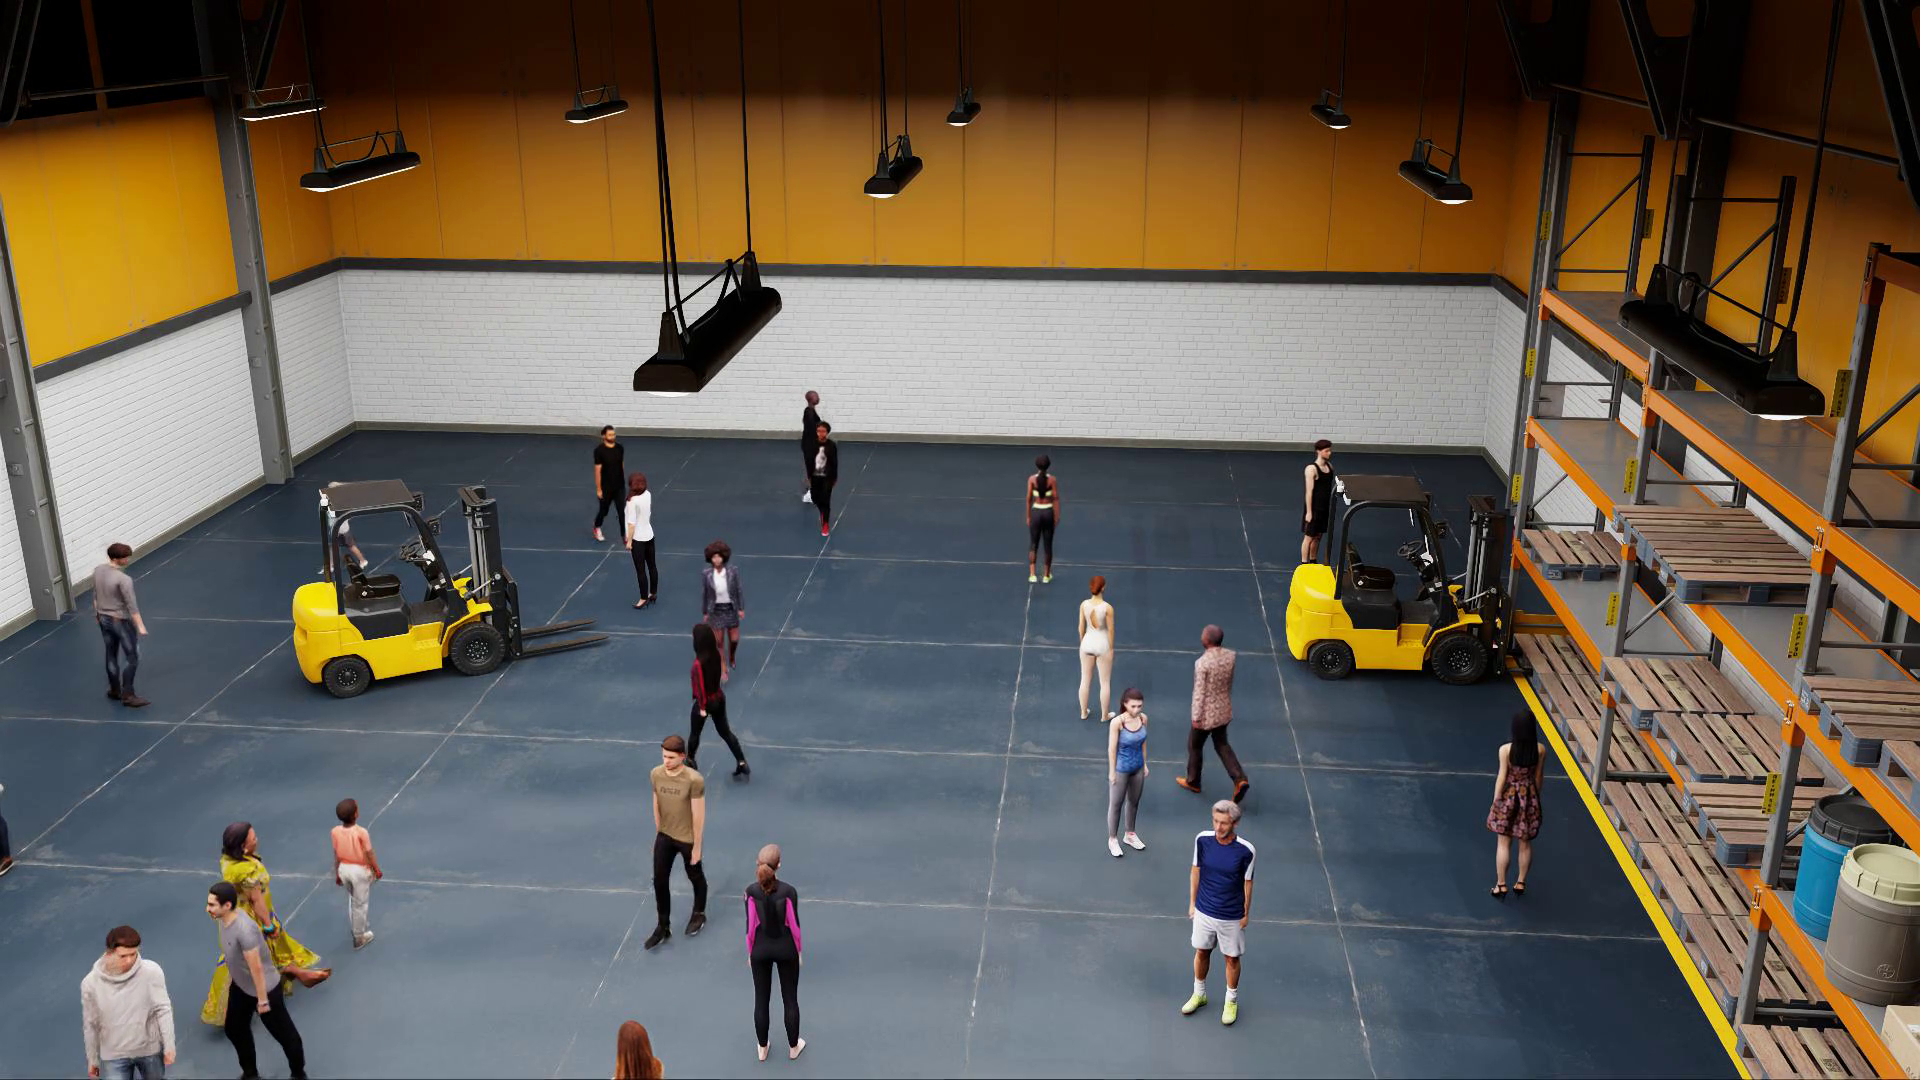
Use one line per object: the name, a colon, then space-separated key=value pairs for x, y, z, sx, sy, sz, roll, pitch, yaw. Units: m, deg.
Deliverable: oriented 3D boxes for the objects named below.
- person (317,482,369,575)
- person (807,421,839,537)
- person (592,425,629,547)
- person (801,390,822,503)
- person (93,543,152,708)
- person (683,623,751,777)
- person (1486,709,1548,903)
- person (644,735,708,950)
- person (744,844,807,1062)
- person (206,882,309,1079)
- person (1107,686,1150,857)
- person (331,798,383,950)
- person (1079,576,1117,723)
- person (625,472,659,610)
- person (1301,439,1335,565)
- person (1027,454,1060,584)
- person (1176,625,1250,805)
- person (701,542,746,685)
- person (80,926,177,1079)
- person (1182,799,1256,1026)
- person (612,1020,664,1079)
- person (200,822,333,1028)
person: x=-8.291 y=-0.158 z=22.377 sx=0.922 sy=1.248 sz=0.829 roll=-17 pitch=25 yaw=-41
person: x=-1.983 y=-0.920 z=23.994 sx=0.586 sy=1.659 sz=0.829 roll=1 pitch=19 yaw=4
person: x=-4.958 y=-0.765 z=23.427 sx=1.157 sy=1.729 sz=1.177 roll=-16 pitch=25 yaw=-40
person: x=-2.335 y=-1.401 z=25.283 sx=0.812 sy=1.748 sz=0.674 roll=-4 pitch=19 yaw=-12
person: x=-9.312 y=0.909 z=18.250 sx=0.954 sy=1.861 sz=0.768 roll=3 pitch=19 yaw=10
person: x=-2.392 y=1.631 z=16.490 sx=0.889 sy=1.614 sz=1.068 roll=8 pitch=20 yaw=22
person: x=4.790 y=2.279 z=14.313 sx=0.710 sy=1.775 sz=0.721 roll=-2 pitch=19 yaw=-5
person: x=-2.264 y=2.424 z=13.796 sx=0.798 sy=1.830 sz=0.976 roll=6 pitch=20 yaw=18
person: x=-1.362 y=3.013 z=12.171 sx=0.569 sy=1.752 sz=0.585 roll=0 pitch=19 yaw=-1
person: x=-4.949 y=3.147 z=11.802 sx=0.808 sy=1.733 sz=0.885 roll=13 pitch=23 yaw=34
person: x=1.528 y=2.086 z=15.149 sx=0.651 sy=1.609 sz=0.685 roll=-10 pitch=21 yaw=-27
person: x=-4.997 y=2.755 z=13.646 sx=0.521 sy=1.299 sz=0.596 roll=5 pitch=19 yaw=15
person: x=1.462 y=1.160 z=17.843 sx=0.606 sy=1.643 sz=0.589 roll=9 pitch=21 yaw=25
person: x=-4.021 y=-0.003 z=21.065 sx=0.729 sy=1.792 sz=0.574 roll=8 pitch=20 yaw=24
person: x=4.769 y=-0.430 z=22.178 sx=0.740 sy=1.890 sz=0.820 roll=-18 pitch=25 yaw=-42
person: x=1.089 y=-0.271 z=21.920 sx=0.581 sy=1.752 sz=0.543 roll=2 pitch=19 yaw=7
person: x=2.489 y=1.687 z=16.049 sx=1.077 sy=1.790 sz=1.177 roll=-13 pitch=23 yaw=-34
person: x=-2.681 y=0.797 z=18.849 sx=0.697 sy=1.688 sz=0.721 roll=-2 pitch=19 yaw=-6
person: x=-5.479 y=3.336 z=11.089 sx=1.011 sy=1.830 sz=1.210 roll=-5 pitch=19 yaw=-16
person: x=1.983 y=2.798 z=12.672 sx=0.703 sy=1.839 sz=0.673 roll=8 pitch=20 yaw=23
person: x=-1.952 y=3.702 z=10.172 sx=0.719 sy=1.721 sz=0.634 roll=17 pitch=25 yaw=41
person: x=-5.471 y=2.945 z=12.612 sx=1.294 sy=1.599 sz=1.285 roll=-12 pitch=22 yaw=-33
